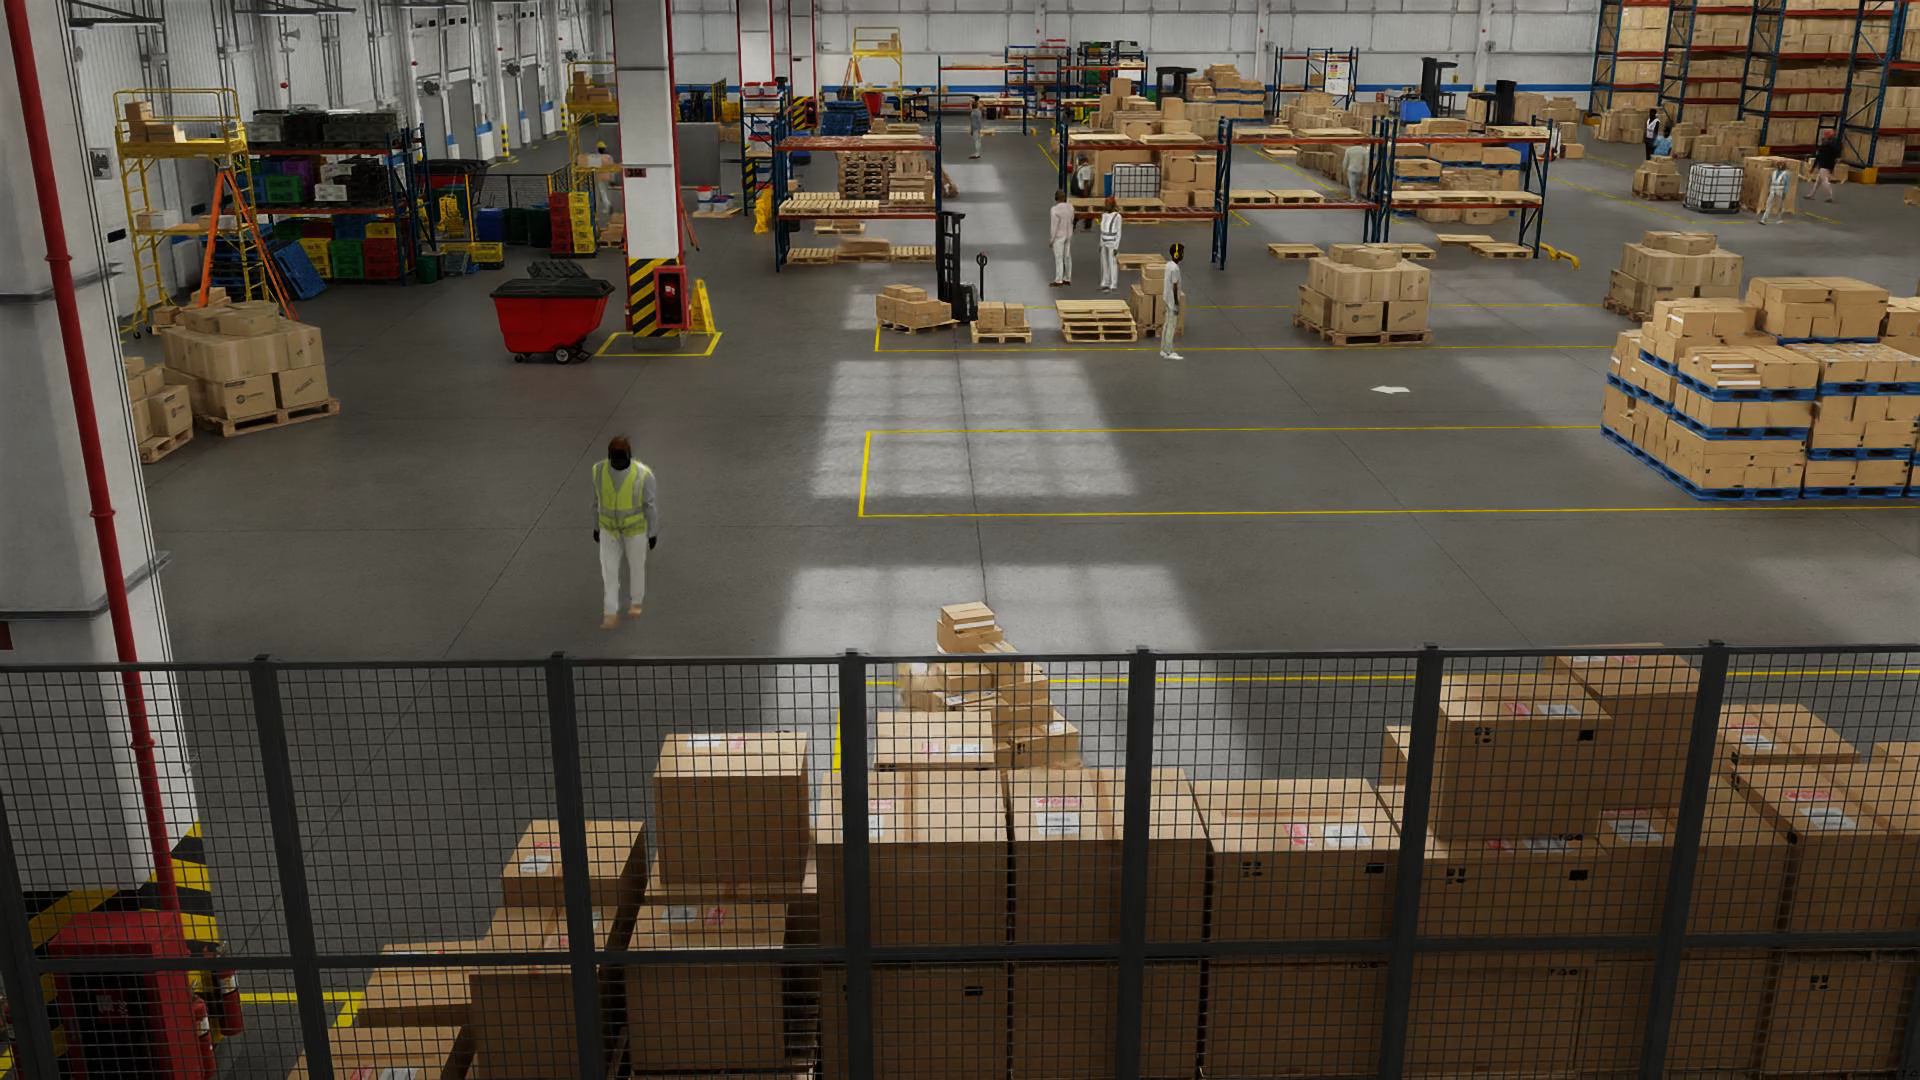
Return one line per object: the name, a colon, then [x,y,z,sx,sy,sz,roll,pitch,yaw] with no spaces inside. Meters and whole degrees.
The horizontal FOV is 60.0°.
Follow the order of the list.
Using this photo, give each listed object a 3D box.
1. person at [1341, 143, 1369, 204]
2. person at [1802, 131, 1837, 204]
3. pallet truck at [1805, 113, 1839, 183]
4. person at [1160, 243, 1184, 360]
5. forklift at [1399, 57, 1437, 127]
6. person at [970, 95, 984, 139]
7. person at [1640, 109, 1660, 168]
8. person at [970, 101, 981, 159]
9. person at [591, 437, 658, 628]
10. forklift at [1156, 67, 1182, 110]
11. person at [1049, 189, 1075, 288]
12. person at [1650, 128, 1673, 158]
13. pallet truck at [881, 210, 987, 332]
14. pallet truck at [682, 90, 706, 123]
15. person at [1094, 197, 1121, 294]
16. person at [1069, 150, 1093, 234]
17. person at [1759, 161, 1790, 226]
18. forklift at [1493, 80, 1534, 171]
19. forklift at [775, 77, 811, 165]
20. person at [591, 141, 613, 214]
person: [10.644,-9.918,44.833,0.641,1.889,1.021,-1,19,-2]
person: [23.811,-10.260,45.776,0.611,1.946,1.033,-10,21,-28]
pallet truck: [26.403,-11.957,50.702,0.823,1.965,1.885,6,19,16]
person: [3.438,-3.851,26.854,0.311,1.869,0.530,-3,19,-7]
forklift: [19.294,-18.500,68.754,1.873,2.768,1.129,-1,19,-1]
person: [0.657,-16.251,63.913,0.560,1.683,0.412,1,19,2]
person: [22.479,-13.039,54.052,0.393,1.912,0.589,-3,19,-9]
person: [0.529,-14.049,57.004,0.375,1.936,0.628,8,20,22]
person: [-3.188,-0.061,15.689,0.666,1.811,0.810,1,19,2]
forklift: [7.674,-16.089,61.599,1.129,2.768,1.873,-9,21,-25]
person: [2.013,-6.013,33.165,0.629,1.937,0.378,-17,25,-41]
person: [21.313,-11.723,50.572,0.554,1.633,0.901,-1,19,-3]
pallet truck: [-0.493,-4.759,29.349,1.885,1.965,0.823,-13,23,-34]
pallet truck: [-9.671,-15.907,62.421,0.823,1.965,1.885,5,19,15]
person: [2.894,-5.756,32.494,0.394,1.881,0.595,-12,22,-31]
person: [2.867,-8.429,40.171,0.806,2.000,0.701,1,19,2]
person: [20.400,-8.657,41.533,0.876,1.587,0.544,-14,23,-35]
forklift: [17.343,-13.254,53.190,1.873,2.768,1.129,-1,19,-1]
forklift: [-5.920,-13.893,55.085,1.873,2.768,1.129,-1,19,-1]
person: [-9.301,-9.444,43.402,0.587,1.899,0.738,-14,23,-36]
